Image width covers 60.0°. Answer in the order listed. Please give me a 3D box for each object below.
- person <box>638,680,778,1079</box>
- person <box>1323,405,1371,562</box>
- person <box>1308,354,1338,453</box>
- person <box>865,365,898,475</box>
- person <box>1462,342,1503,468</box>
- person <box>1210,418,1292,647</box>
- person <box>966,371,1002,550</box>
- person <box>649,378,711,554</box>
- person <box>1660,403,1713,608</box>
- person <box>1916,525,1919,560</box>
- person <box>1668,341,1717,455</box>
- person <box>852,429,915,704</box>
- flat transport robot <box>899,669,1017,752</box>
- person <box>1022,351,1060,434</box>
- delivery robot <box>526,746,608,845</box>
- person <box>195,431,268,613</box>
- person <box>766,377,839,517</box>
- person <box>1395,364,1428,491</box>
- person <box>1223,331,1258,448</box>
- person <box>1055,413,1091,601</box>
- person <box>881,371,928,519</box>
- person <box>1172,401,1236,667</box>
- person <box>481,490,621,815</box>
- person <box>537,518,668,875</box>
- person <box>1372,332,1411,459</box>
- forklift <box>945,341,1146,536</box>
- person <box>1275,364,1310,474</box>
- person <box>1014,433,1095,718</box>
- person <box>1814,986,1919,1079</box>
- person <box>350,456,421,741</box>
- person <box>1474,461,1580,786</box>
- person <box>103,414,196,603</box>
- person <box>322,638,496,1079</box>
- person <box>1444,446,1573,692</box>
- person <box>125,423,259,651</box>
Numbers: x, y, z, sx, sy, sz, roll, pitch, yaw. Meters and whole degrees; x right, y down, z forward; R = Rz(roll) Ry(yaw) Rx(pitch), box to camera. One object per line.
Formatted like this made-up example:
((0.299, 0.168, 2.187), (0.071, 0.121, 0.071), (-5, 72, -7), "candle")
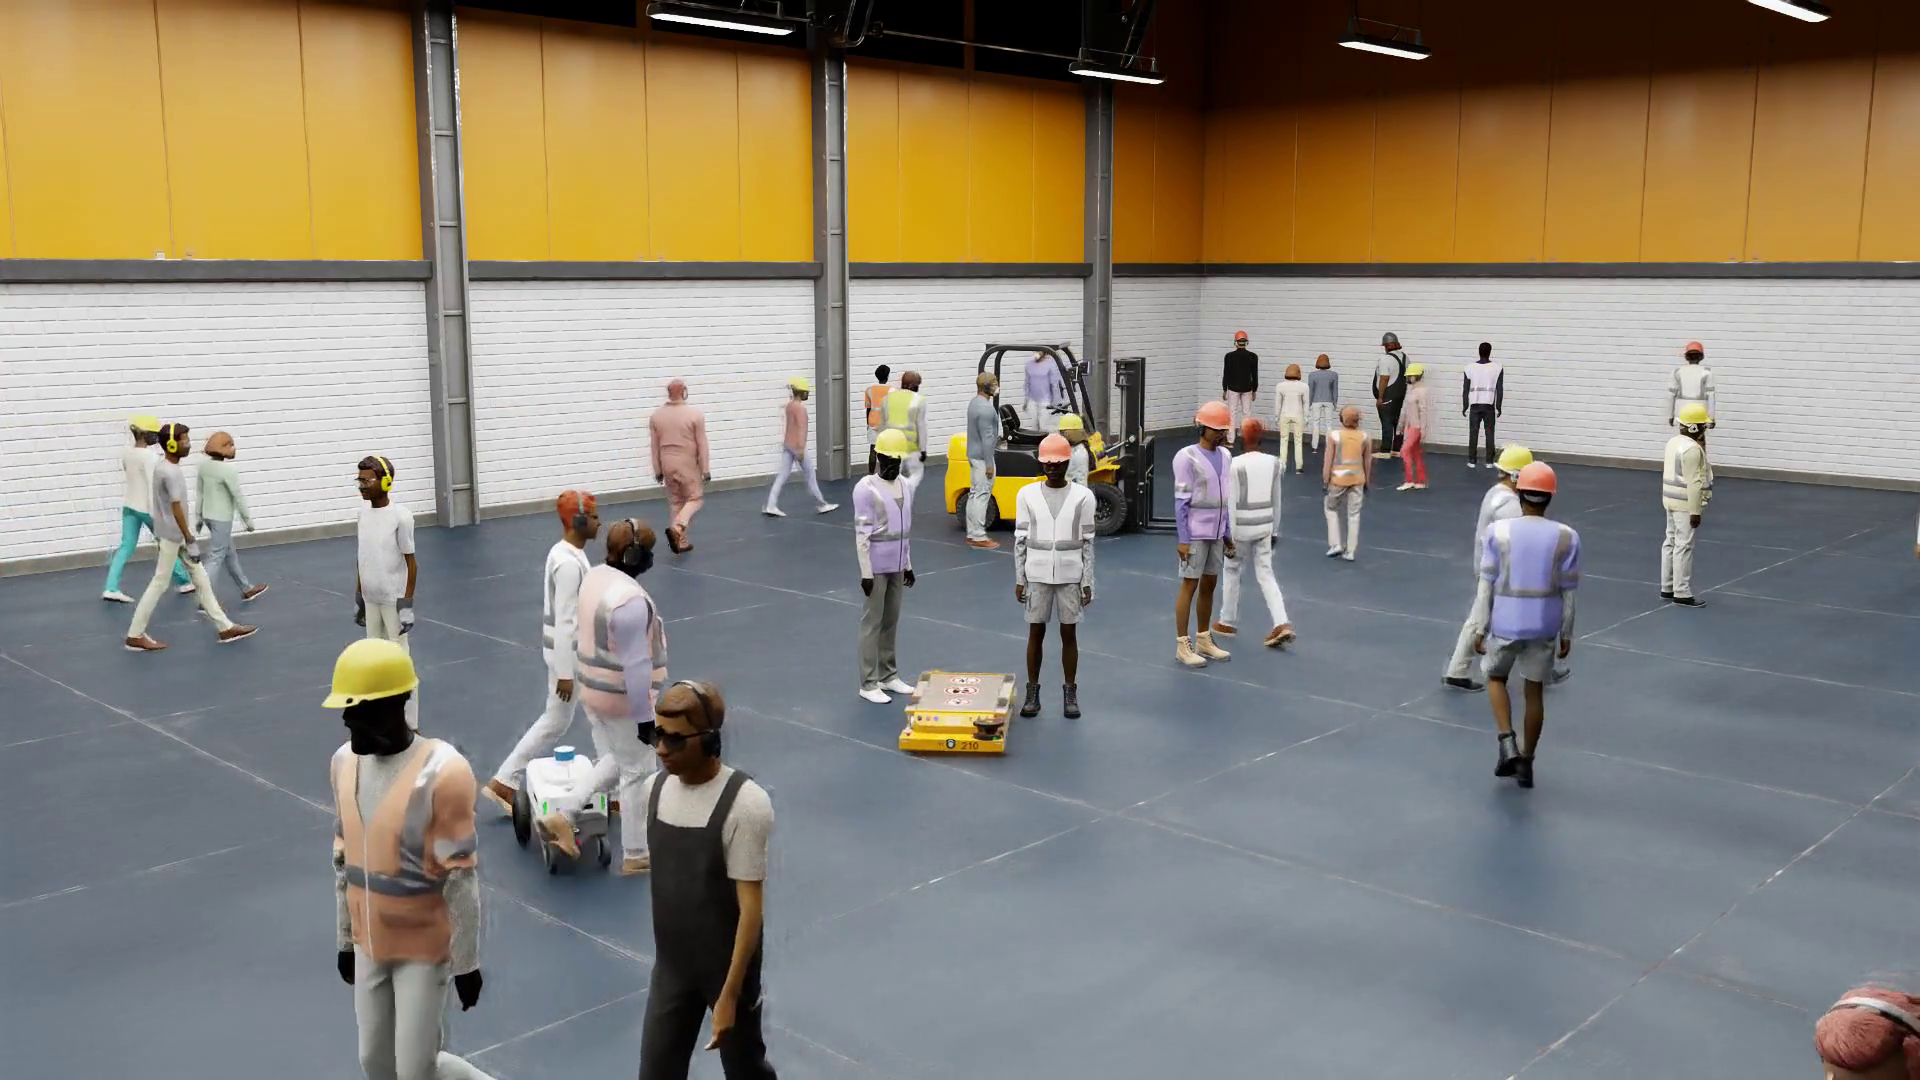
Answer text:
((-0.803, 1.312, 5.076), (0.512, 1.809, 0.850), (5, 11, 30), "person")
((4.014, -0.592, 17.307), (0.550, 1.621, 0.476), (-1, 9, -8), "person")
((5.981, -2.248, 27.440), (0.499, 1.636, 0.286), (1, 9, 5), "person")
((-1.094, -1.624, 23.464), (0.531, 1.691, 0.321), (3, 10, 18), "person")
((7.980, -2.057, 25.409), (0.587, 1.920, 0.397), (3, 10, 20), "person")
((2.385, -0.066, 13.440), (0.589, 1.849, 0.936), (-4, 10, -24), "person")
((0.247, -0.868, 18.057), (0.352, 1.937, 0.635), (-2, 9, -12), "person")
((-2.974, -0.768, 17.596), (0.656, 1.888, 0.672), (4, 10, 22), "person")
((6.549, -0.317, 14.991), (0.403, 1.837, 0.586), (0, 9, 2), "person")
((7.901, -0.034, 13.129), (0.565, 1.895, 0.998), (6, 11, 33), "person")
((10.223, -1.757, 23.228), (0.630, 2.034, 0.397), (7, 12, 37), "person")
((-0.512, 0.174, 11.724), (0.383, 1.922, 0.587), (6, 11, 34), "person")
((0.011, 1.111, 11.025), (0.652, 0.197, 1.431), (1, 9, 5), "flat transport robot")
((1.273, -2.148, 25.965), (0.642, 1.927, 0.478), (8, 12, 42), "person")
((-2.043, 1.314, 8.624), (0.477, 0.478, 0.707), (-4, 10, -20), "delivery robot")
((-6.539, -0.176, 14.882), (0.504, 1.593, 0.794), (7, 12, 37), "person")
((-1.992, -1.138, 20.420), (0.950, 1.704, 0.531), (-6, 11, -32), "person")
((6.155, -1.534, 22.743), (0.622, 1.748, 0.538), (0, 9, -2), "person")
((4.763, -2.559, 28.290), (0.609, 1.986, 0.402), (-1, 9, -8), "person")
((0.988, -0.289, 15.134), (0.501, 1.725, 0.519), (-1, 9, -6), "person")
((-0.674, -1.115, 19.971), (0.713, 1.809, 0.475), (5, 10, 27), "person")
((1.897, -0.051, 12.760), (0.605, 2.034, 0.392), (-8, 12, -41), "person")
((-2.177, 0.636, 9.143), (0.952, 1.849, 0.587), (-2, 10, -15), "person")
((-1.734, 0.799, 8.214), (0.594, 1.821, 0.651), (-5, 11, -29), "person")
((6.876, -2.328, 26.699), (0.680, 2.000, 0.536), (-7, 12, -38), "person")
((0.977, -1.223, 19.452), (2.313, 2.155, 1.214), (2, 9, 11), "forklift")
((4.925, -1.797, 24.690), (0.507, 1.631, 0.274), (3, 10, 15), "person")
((0.637, 0.244, 11.246), (0.545, 1.938, 0.358), (1, 9, 4), "person")
((1.586, 1.661, 2.825), (0.620, 1.848, 0.895), (4, 10, 23), "person")
((-3.652, 0.395, 10.526), (0.514, 1.872, 0.328), (5, 11, 29), "person")
((3.315, 0.497, 9.745), (0.568, 1.918, 0.454), (2, 9, 11), "person")
((-7.481, -0.293, 15.246), (0.530, 1.707, 0.948), (6, 11, 32), "person")
((-1.733, 1.231, 5.278), (0.601, 1.907, 0.541), (5, 11, 30), "person")
((3.917, 0.224, 11.837), (0.915, 1.782, 0.601), (2, 9, 13), "person")
((-6.219, -0.024, 13.268), (0.999, 1.815, 0.550), (-4, 10, -23), "person")
